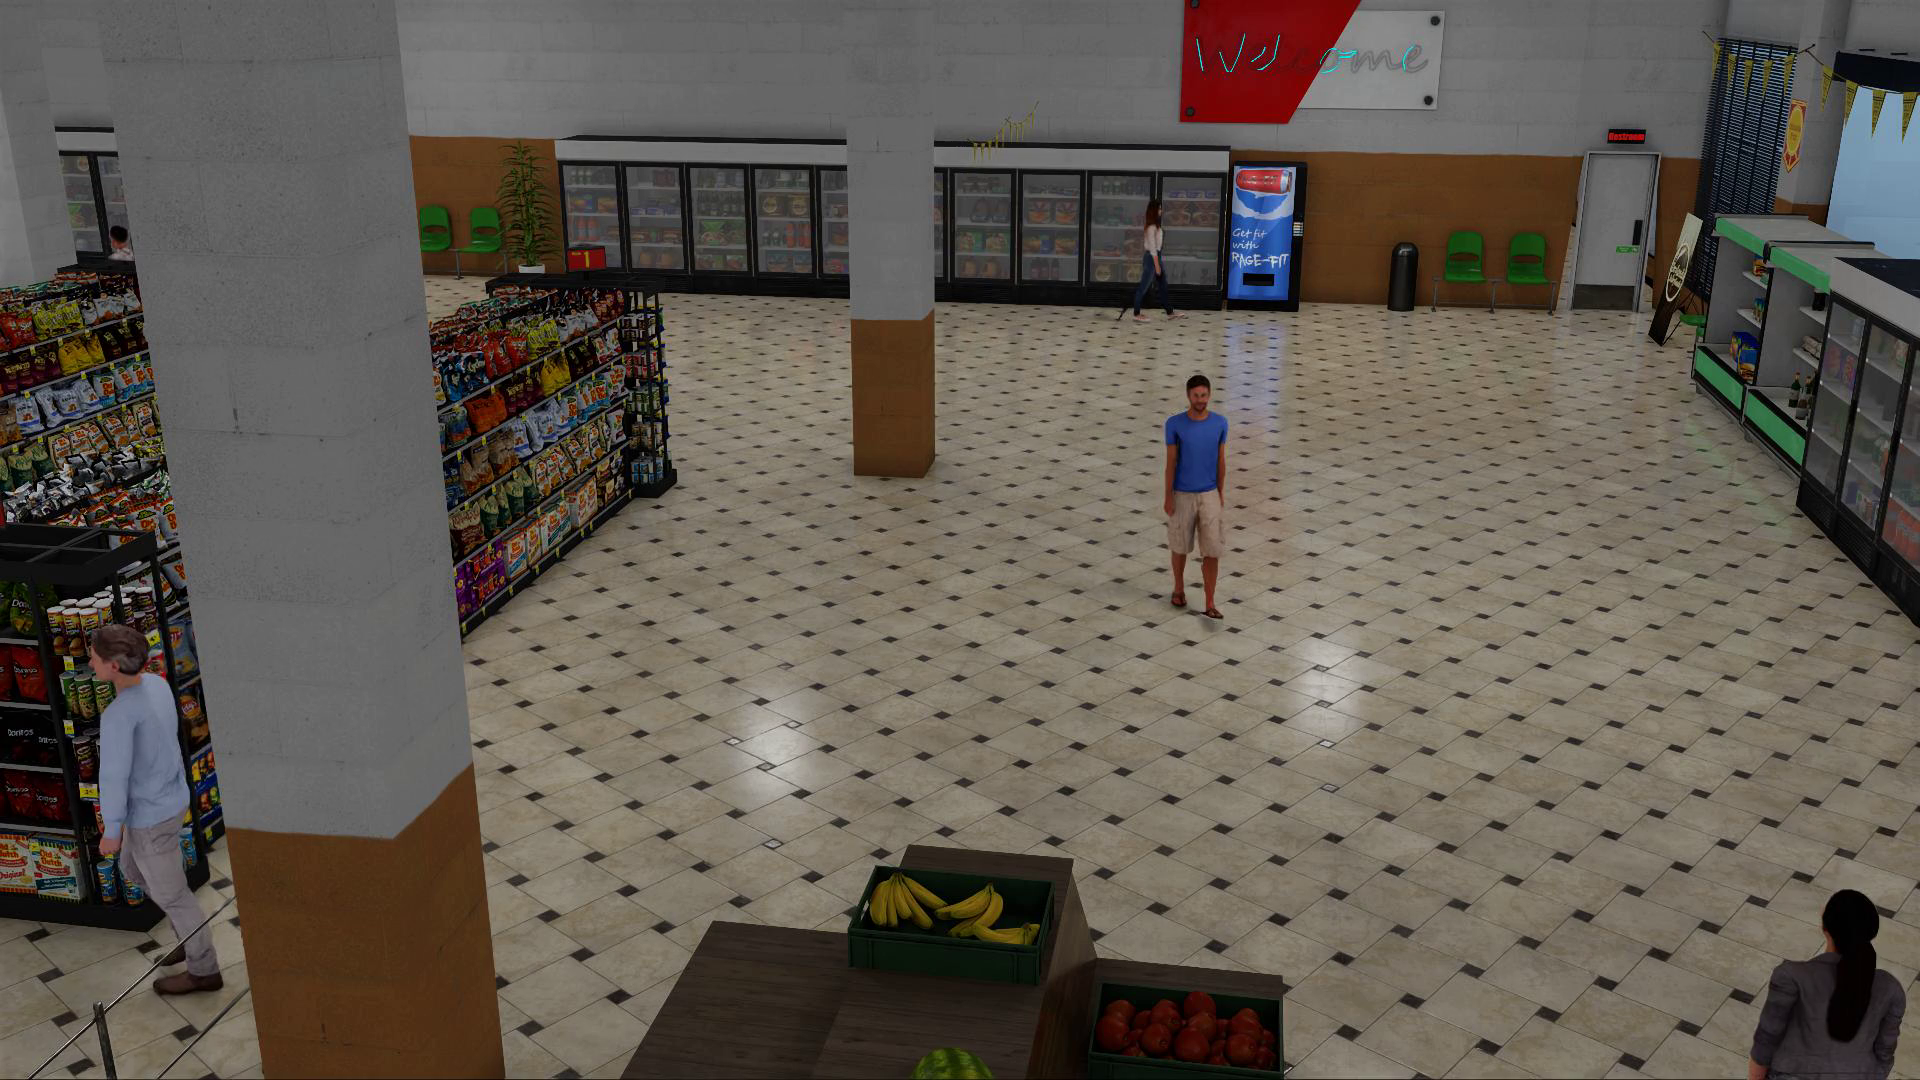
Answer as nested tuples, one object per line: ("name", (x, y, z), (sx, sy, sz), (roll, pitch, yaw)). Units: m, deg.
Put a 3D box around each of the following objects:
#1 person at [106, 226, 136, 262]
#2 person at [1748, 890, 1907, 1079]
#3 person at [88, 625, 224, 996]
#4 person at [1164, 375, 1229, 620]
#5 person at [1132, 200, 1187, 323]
("person", (-10.066, -2.911, 20.302), (0.831, 1.806, 0.694), (10, 21, 27))
("person", (3.016, 2.032, 5.862), (0.605, 1.666, 0.704), (3, 19, 10))
("person", (-3.677, 1.272, 7.782), (0.808, 1.879, 0.713), (-3, 19, -9))
("person", (1.775, -0.372, 12.725), (0.753, 1.835, 1.071), (0, 19, -1))
("person", (2.614, -3.903, 23.404), (0.785, 1.703, 0.963), (7, 20, 19))
